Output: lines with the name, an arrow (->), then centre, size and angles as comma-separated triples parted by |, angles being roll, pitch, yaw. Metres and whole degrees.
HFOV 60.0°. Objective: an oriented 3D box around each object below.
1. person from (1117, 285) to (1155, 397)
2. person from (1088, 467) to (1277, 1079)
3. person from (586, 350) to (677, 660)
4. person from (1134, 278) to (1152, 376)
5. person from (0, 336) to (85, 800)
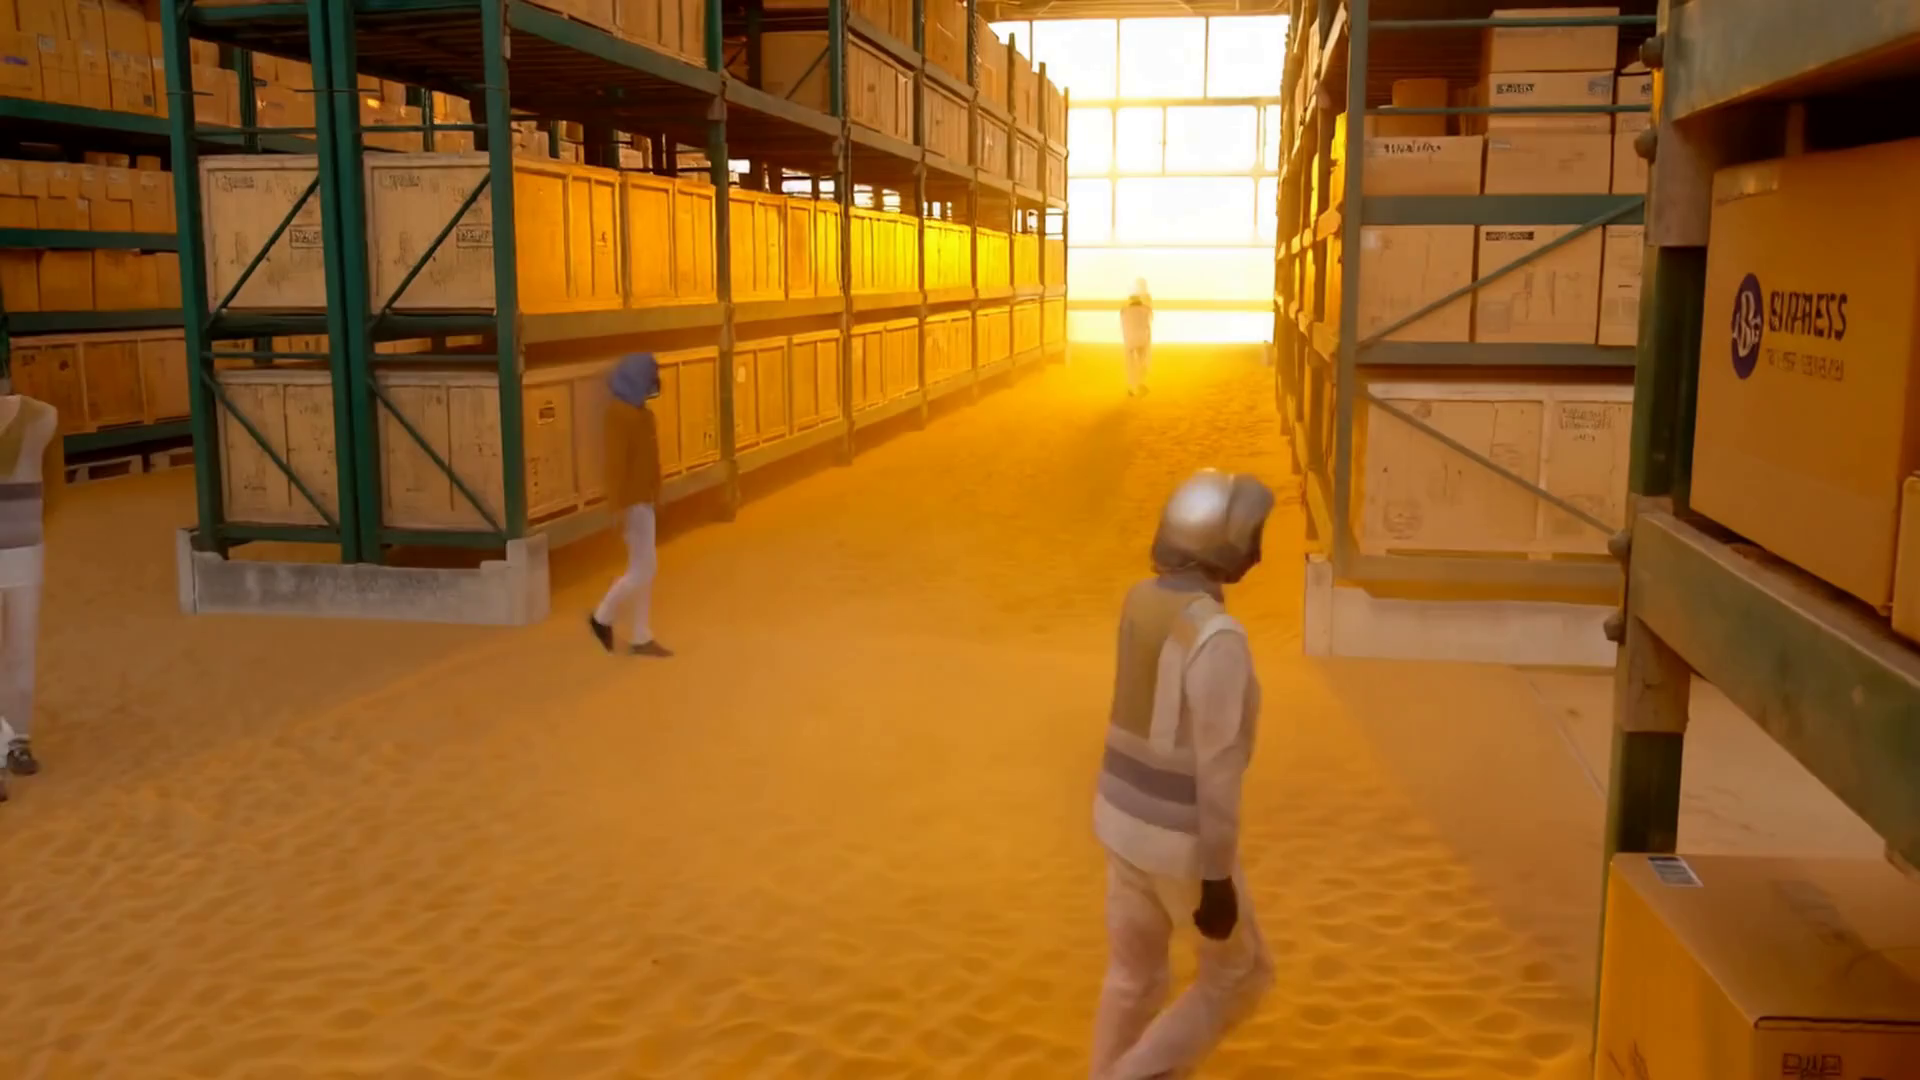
person -> 2.853, -3.208, 26.899 | 0.619, 1.809, 0.413 | 3, 10, 19
person -> 0.451, 0.643, 3.560 | 0.397, 1.617, 0.590 | -3, 10, -17
person -> -1.683, -0.168, 8.599 | 0.383, 1.619, 0.525 | 2, 9, 11
person -> 3.518, -4.158, 32.545 | 0.400, 1.900, 0.636 | 4, 10, 24
person -> -3.749, 0.082, 6.459 | 0.619, 1.815, 0.793 | -8, 12, -39
